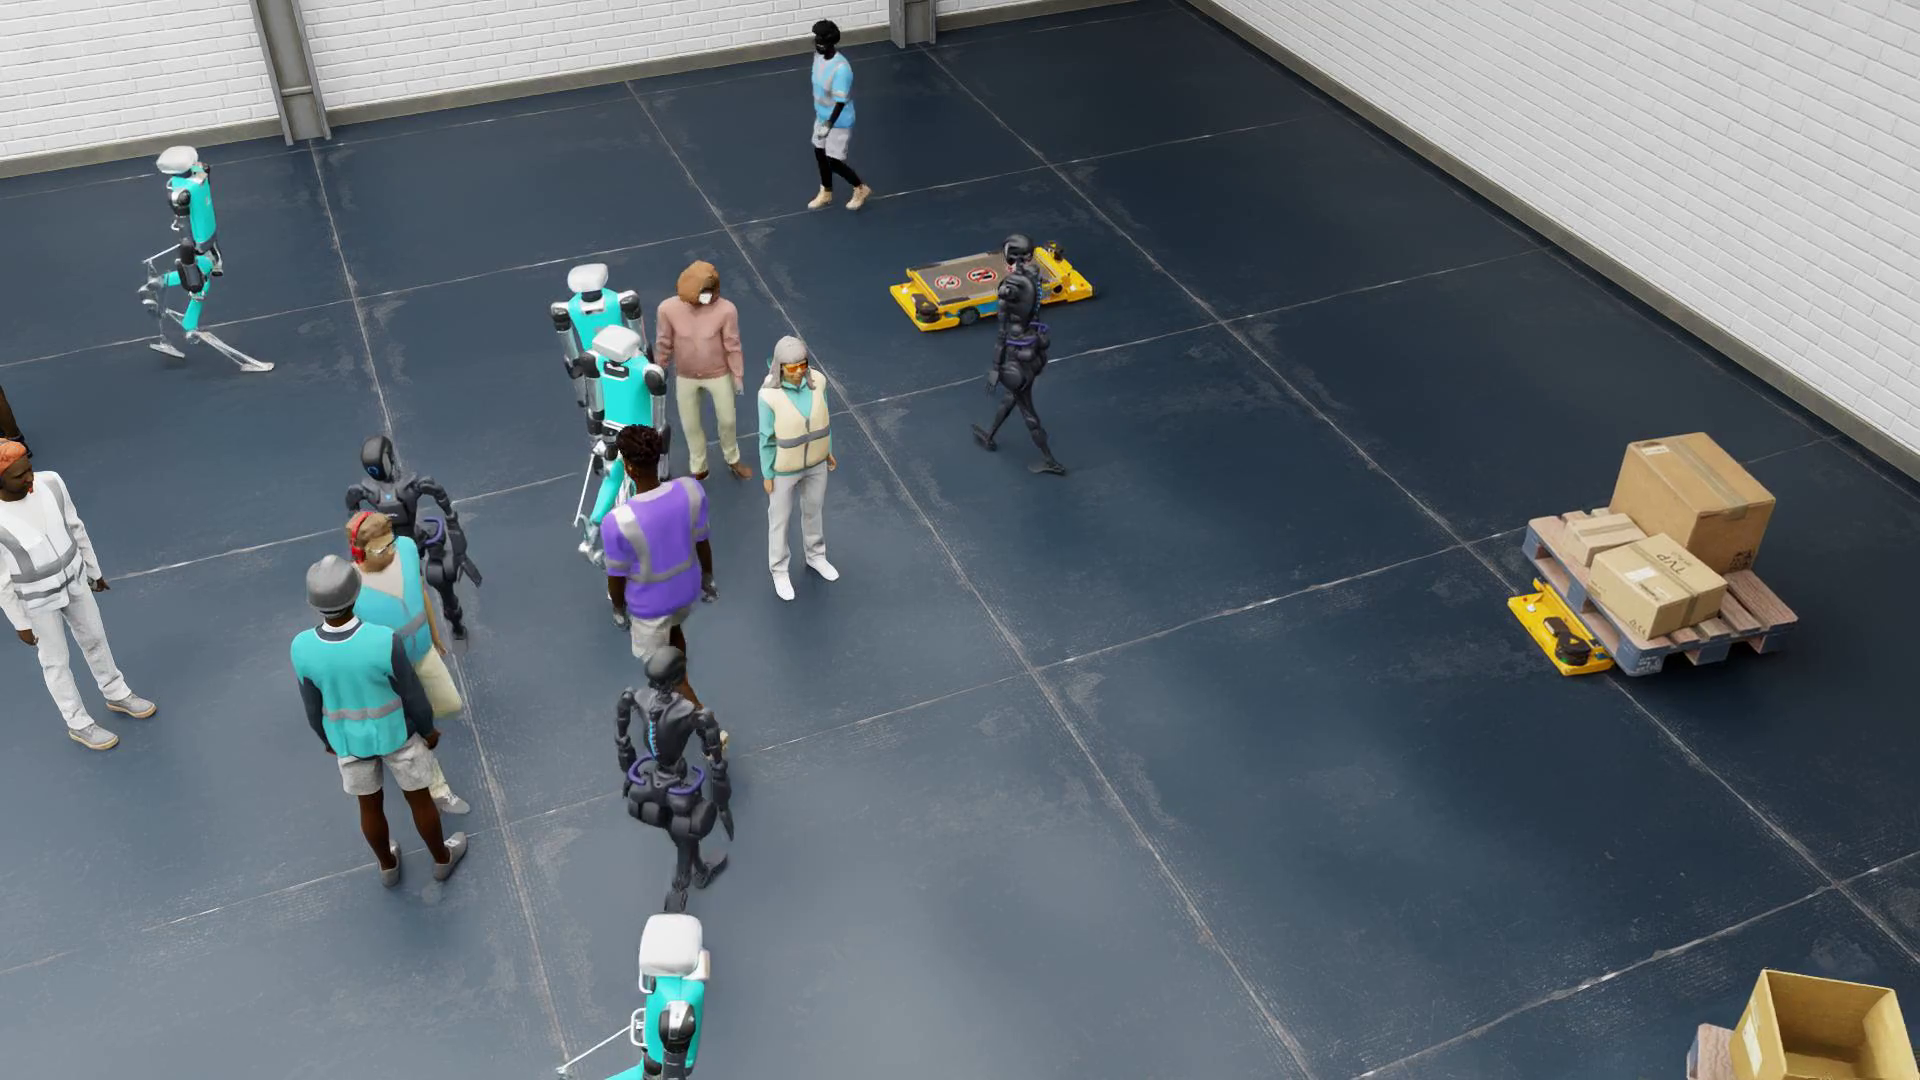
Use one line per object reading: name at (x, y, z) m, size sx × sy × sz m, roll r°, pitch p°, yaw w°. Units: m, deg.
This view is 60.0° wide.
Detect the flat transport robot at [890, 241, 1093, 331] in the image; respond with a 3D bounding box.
flat transport robot at (0.242, -1.960, 12.825) m, size 1.431 × 0.231 × 0.659 m, roll -14°, pitch 40°, yaw -18°

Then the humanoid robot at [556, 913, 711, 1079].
humanoid robot at (-1.300, 2.103, 6.363) m, size 0.813 × 1.796 × 0.543 m, roll -4°, pitch 38°, yaw -6°

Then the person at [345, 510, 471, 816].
person at (-2.789, 0.591, 8.226) m, size 0.556 × 1.833 × 0.574 m, roll 15°, pitch 40°, yaw 19°

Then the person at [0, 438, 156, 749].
person at (-4.677, 0.270, 8.603) m, size 0.361 × 1.880 × 0.573 m, roll 14°, pitch 40°, yaw 17°

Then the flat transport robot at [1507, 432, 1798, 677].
flat transport robot at (4.022, 0.416, 9.732) m, size 1.431 × 0.231 × 0.659 m, roll -9°, pitch 38°, yaw -11°

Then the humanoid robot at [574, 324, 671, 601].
humanoid robot at (-1.965, -0.319, 9.494) m, size 0.542 × 1.796 × 0.684 m, roll 14°, pitch 40°, yaw 18°

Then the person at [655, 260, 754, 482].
person at (-1.618, -1.038, 10.513) m, size 0.580 × 1.622 × 0.317 m, roll -1°, pitch 38°, yaw -2°

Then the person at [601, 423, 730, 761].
person at (-1.490, 0.282, 8.547) m, size 0.825 × 1.942 × 0.604 m, roll 31°, pitch 47°, yaw 34°

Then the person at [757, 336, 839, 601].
person at (-0.953, -0.439, 9.662) m, size 0.474 × 1.708 × 0.365 m, roll -24°, pitch 44°, yaw -28°

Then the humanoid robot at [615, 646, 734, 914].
humanoid robot at (-1.334, 1.183, 7.630) m, size 0.600 × 1.621 × 0.791 m, roll 12°, pitch 39°, yaw 15°

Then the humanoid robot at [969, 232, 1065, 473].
humanoid robot at (0.374, -1.197, 10.716) m, size 0.765 × 1.620 × 0.612 m, roll 19°, pitch 41°, yaw 23°

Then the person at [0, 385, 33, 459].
person at (-6.454, -1.328, 10.635) m, size 0.370 × 1.934 × 0.550 m, roll -21°, pitch 42°, yaw -25°

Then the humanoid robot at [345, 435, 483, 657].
humanoid robot at (-2.924, 0.127, 8.993) m, size 0.617 × 1.618 × 0.798 m, roll -5°, pitch 38°, yaw -6°

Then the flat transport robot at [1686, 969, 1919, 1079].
flat transport robot at (3.397, 2.752, 6.692) m, size 1.431 × 0.231 × 0.659 m, roll 12°, pitch 39°, yaw 15°

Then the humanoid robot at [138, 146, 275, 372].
humanoid robot at (-5.507, -1.882, 11.573) m, size 1.053 × 1.777 × 0.546 m, roll -1°, pitch 38°, yaw -2°

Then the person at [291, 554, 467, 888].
person at (-2.725, 0.891, 7.743) m, size 0.551 × 1.941 × 0.418 m, roll -3°, pitch 38°, yaw -4°

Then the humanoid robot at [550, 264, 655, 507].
humanoid robot at (-2.168, -1.009, 10.394) m, size 0.579 × 1.774 × 0.890 m, roll -7°, pitch 38°, yaw -8°

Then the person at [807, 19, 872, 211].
person at (-1.016, -3.444, 13.595) m, size 0.495 × 1.678 × 0.545 m, roll -21°, pitch 42°, yaw -25°
